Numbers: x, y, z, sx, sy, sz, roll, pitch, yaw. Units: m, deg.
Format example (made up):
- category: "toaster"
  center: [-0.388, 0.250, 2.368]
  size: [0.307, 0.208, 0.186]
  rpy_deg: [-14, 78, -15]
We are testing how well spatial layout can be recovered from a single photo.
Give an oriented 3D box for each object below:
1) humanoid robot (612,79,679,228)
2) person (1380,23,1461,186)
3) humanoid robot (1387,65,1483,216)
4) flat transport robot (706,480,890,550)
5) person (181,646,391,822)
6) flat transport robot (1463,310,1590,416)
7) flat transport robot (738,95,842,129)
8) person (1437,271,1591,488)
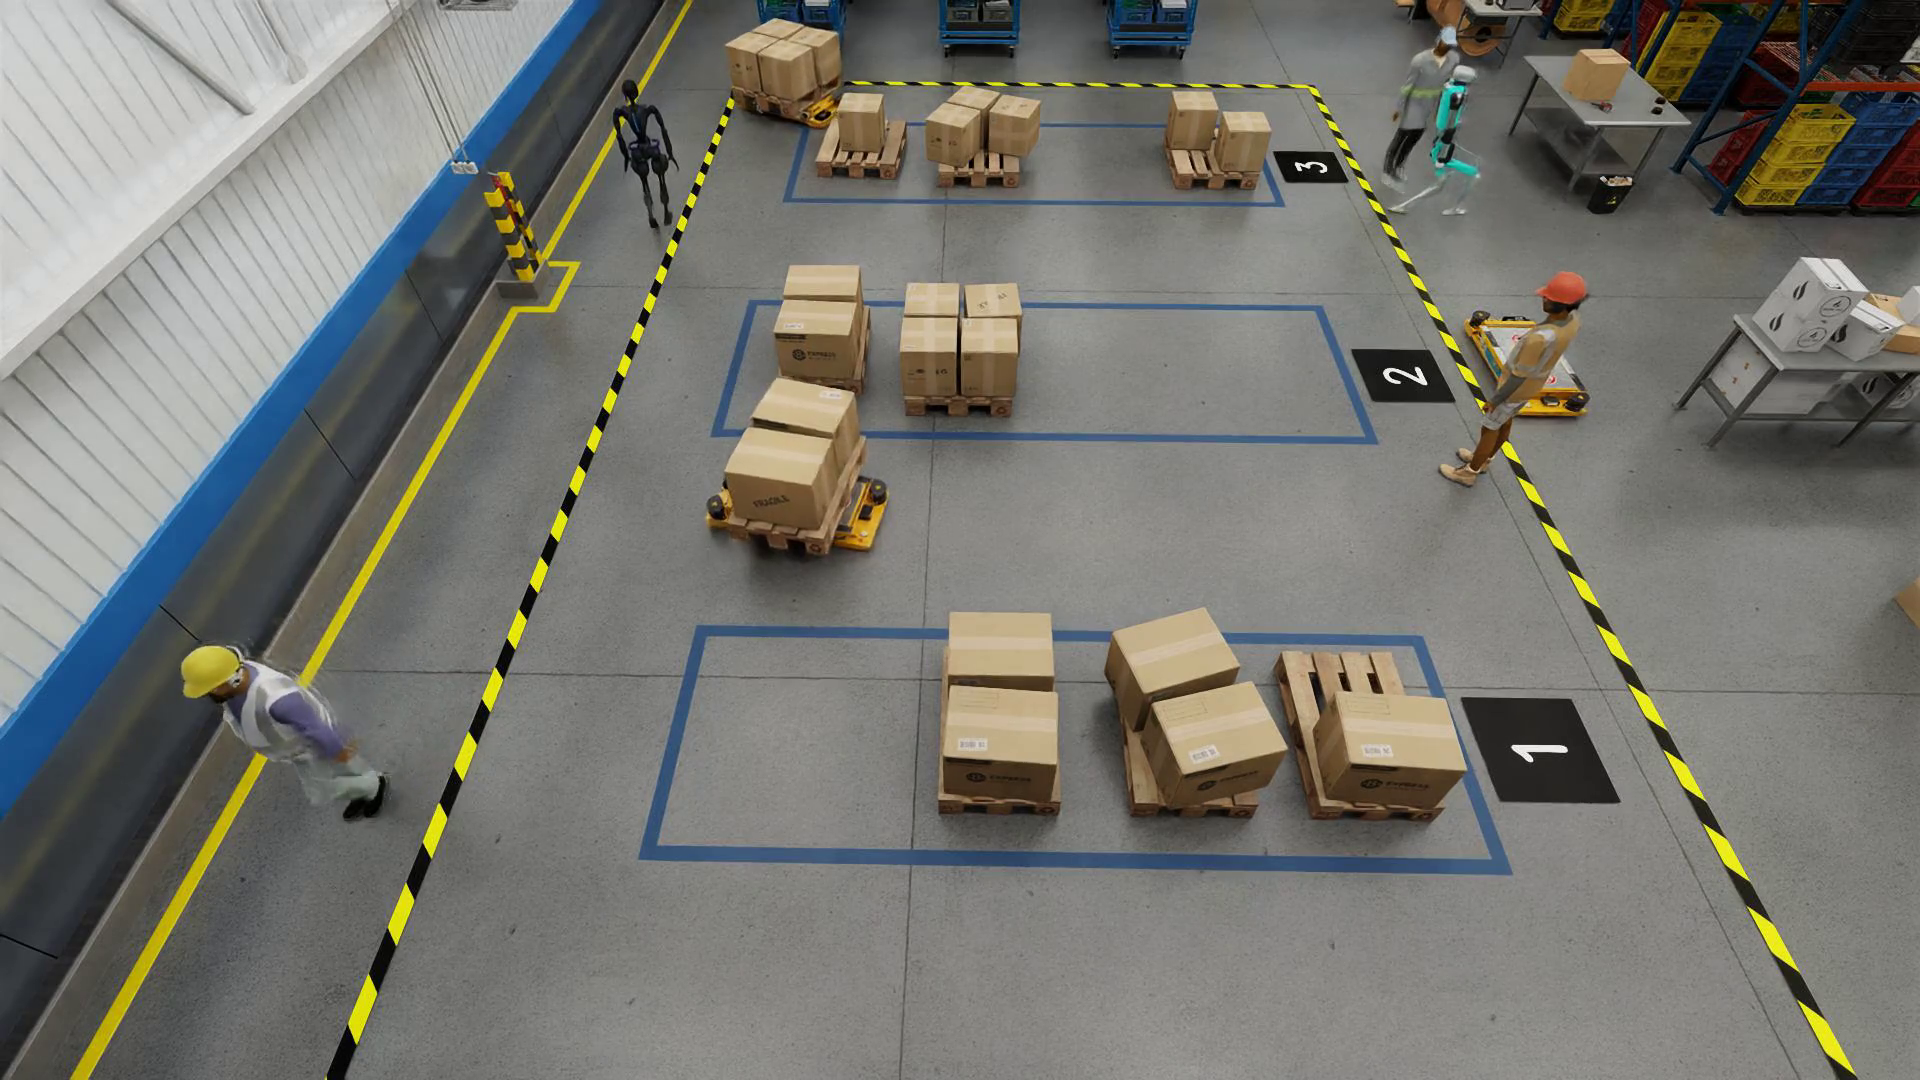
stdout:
- category: "humanoid robot"
  center: [-3.519, -4.303, 10.328]
  size: [0.609, 1.638, 0.470]
  rpy_deg: [-7, 49, -6]
- category: "person"
  center: [5.526, -5.195, 10.986]
  size: [0.596, 1.852, 0.395]
  rpy_deg: [-6, 49, -5]
- category: "humanoid robot"
  center: [5.691, -4.435, 10.446]
  size: [1.047, 1.769, 0.537]
  rpy_deg: [9, 50, 8]
- category: "flat transport robot"
  center: [-1.373, -0.320, 7.792]
  size: [1.431, 0.197, 0.652]
  rpy_deg: [9, 50, 8]
- category: "person"
  center: [-3.982, 1.189, 5.477]
  size: [0.621, 1.818, 0.443]
  rpy_deg: [20, 52, 16]
- category: "flat transport robot"
  center: [5.573, -1.757, 9.054]
  size: [0.659, 0.231, 1.431]
  rpy_deg: [1, 49, 1]
- category: "flat transport robot"
  center: [-2.351, -6.142, 12.832]
  size: [1.431, 0.197, 0.652]
  rpy_deg: [24, 53, 19]
- category: "person"
  center: [4.511, -1.266, 7.458]
  size: [0.606, 2.042, 0.372]
  rpy_deg: [-31, 56, -24]
